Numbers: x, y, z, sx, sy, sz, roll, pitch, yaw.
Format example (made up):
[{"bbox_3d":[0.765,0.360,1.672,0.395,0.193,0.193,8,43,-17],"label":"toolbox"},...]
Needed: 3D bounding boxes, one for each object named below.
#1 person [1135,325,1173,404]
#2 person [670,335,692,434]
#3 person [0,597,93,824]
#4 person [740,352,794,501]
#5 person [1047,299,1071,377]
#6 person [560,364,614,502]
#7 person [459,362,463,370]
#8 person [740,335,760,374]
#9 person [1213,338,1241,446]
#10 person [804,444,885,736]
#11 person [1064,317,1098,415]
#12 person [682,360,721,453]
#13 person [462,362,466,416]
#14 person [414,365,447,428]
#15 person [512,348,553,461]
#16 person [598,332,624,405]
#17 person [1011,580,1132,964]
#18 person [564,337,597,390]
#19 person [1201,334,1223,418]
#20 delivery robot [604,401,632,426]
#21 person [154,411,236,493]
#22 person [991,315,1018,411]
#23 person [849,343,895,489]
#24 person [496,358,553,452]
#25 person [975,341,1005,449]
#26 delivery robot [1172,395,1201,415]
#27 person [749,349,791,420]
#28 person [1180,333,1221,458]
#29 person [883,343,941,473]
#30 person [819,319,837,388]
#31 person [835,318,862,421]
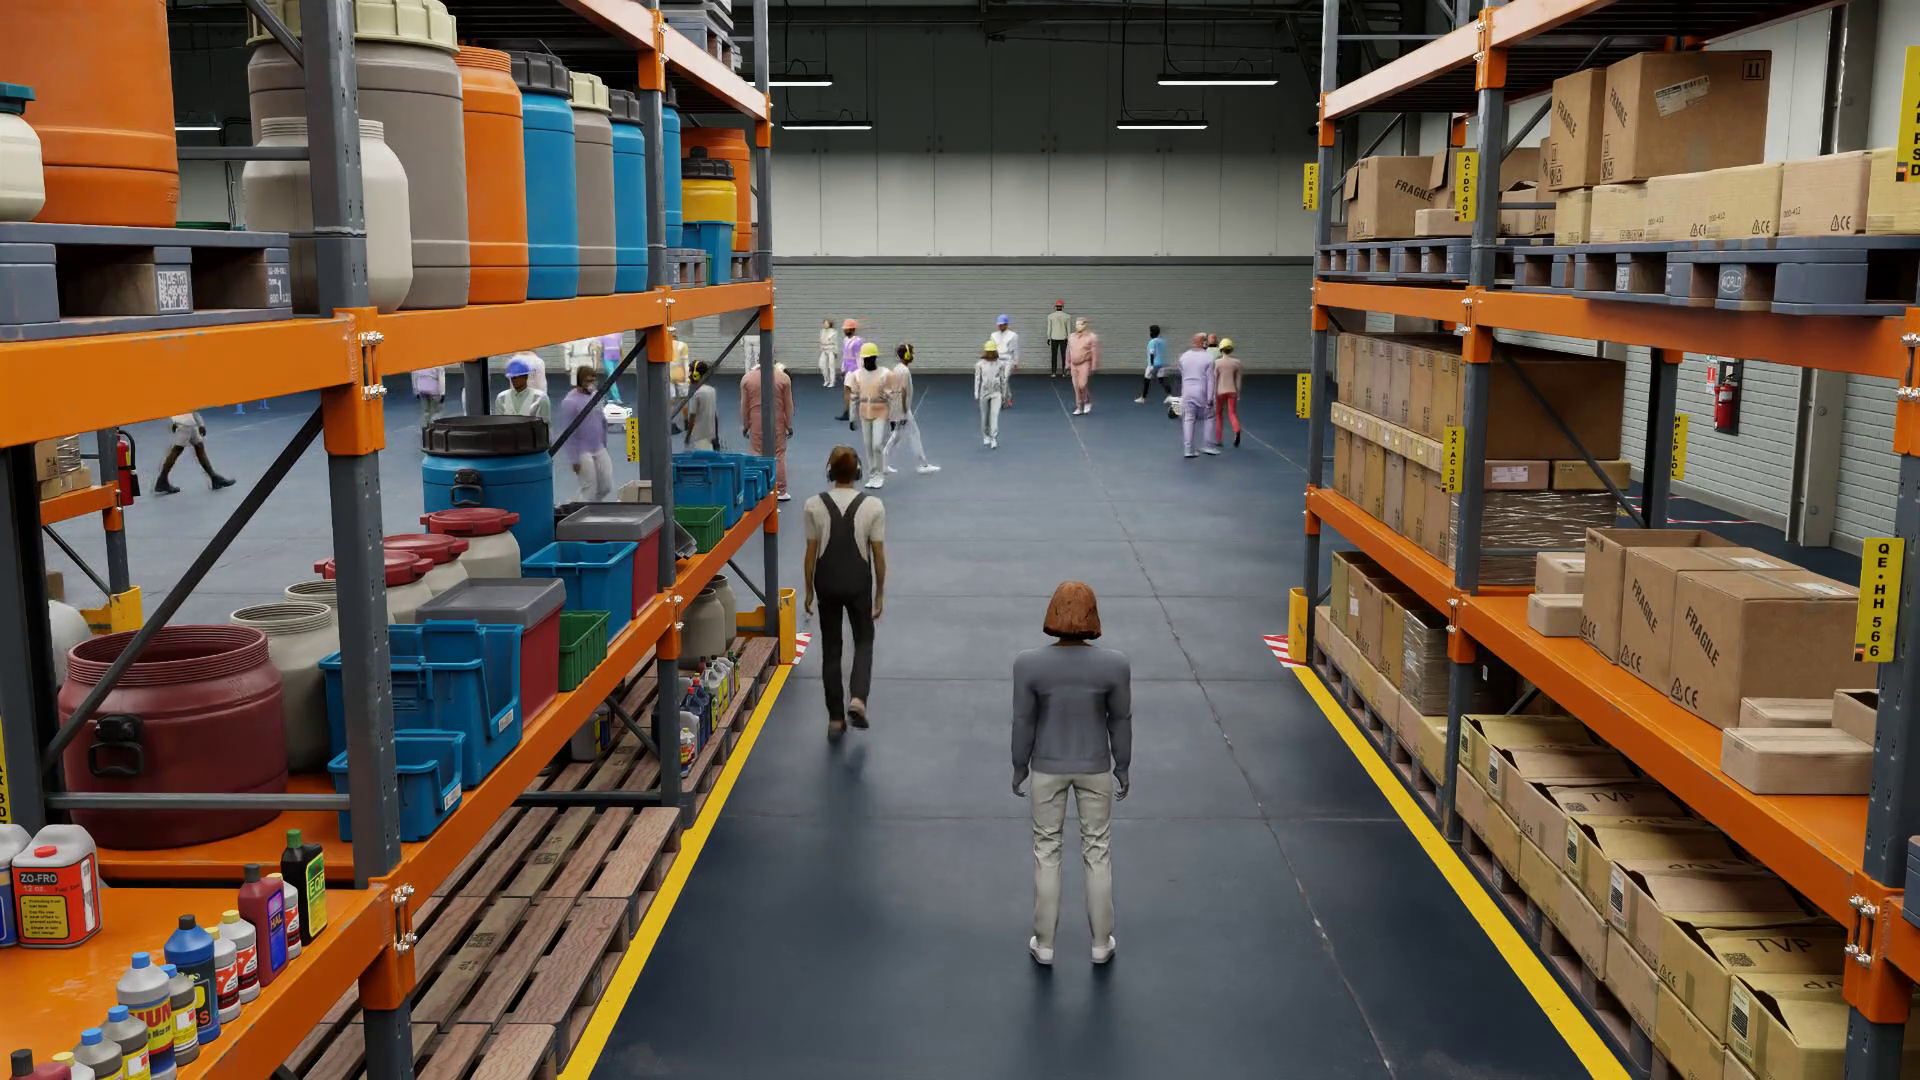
[{"bbox_3d":[4.115,-3.672,34.799,0.873,1.655,0.540,7,12,35],"label":"person"},{"bbox_3d":[-4.920,-2.805,28.927,0.605,1.876,0.927,1,10,4],"label":"person"},{"bbox_3d":[-3.680,0.899,6.389,0.691,2.000,1.024,-3,10,-18],"label":"person"},{"bbox_3d":[-2.382,-1.432,20.626,0.649,1.906,0.401,0,9,1],"label":"person"},{"bbox_3d":[2.572,-5.242,43.182,0.622,1.992,0.394,0,9,1],"label":"person"},{"bbox_3d":[-3.920,-0.896,17.436,0.503,1.909,0.679,5,11,29],"label":"person"},{"bbox_3d":[-10.582,-3.844,35.989,0.511,1.600,0.852,-4,10,-24],"label":"person"},{"bbox_3d":[-5.153,-4.900,41.302,0.635,1.936,0.354,0,9,1],"label":"person"},{"bbox_3d":[4.294,-2.359,26.686,0.530,1.744,0.727,-2,10,-13],"label":"person"},{"bbox_3d":[-0.725,0.318,10.386,0.521,1.833,0.430,0,9,0],"label":"person"},{"bbox_3d":[2.318,-3.364,32.236,0.656,1.889,0.443,8,12,39],"label":"person"},{"bbox_3d":[-2.967,-1.171,19.307,0.959,1.830,0.529,3,10,18],"label":"person"},{"bbox_3d":[-8.696,-2.799,29.658,0.587,1.611,0.657,5,11,29],"label":"person"},{"bbox_3d":[-8.358,-2.378,26.284,0.599,1.911,0.431,3,10,15],"label":"person"},{"bbox_3d":[-6.343,-2.063,24.459,0.650,1.888,0.654,6,11,31],"label":"person"},{"bbox_3d":[-7.329,-3.758,34.839,0.859,1.815,0.579,9,13,43],"label":"person"},{"bbox_3d":[0.467,0.978,7.001,0.507,1.632,0.264,0,9,1],"label":"person"},{"bbox_3d":[-7.143,-3.280,31.364,0.611,2.025,0.791,-2,10,-13],"label":"person"},{"bbox_3d":[4.747,-3.082,31.415,0.508,1.607,0.744,1,10,9],"label":"person"},{"bbox_3d":[-6.106,-2.196,29.088,0.707,0.478,0.477,0,10,1],"label":"delivery robot"},{"bbox_3d":[-9.956,-1.553,21.443,1.018,1.886,0.559,-7,12,-37],"label":"person"},{"bbox_3d":[0.895,-3.602,33.610,0.624,1.916,0.917,5,11,30],"label":"person"},{"bbox_3d":[-1.164,-1.617,21.728,0.610,1.904,0.573,4,10,21],"label":"person"},{"bbox_3d":[-4.627,-0.952,17.628,0.615,1.945,0.403,1,10,8],"label":"person"},{"bbox_3d":[0.481,-2.366,26.808,0.496,1.712,0.851,0,9,-1],"label":"person"},{"bbox_3d":[4.361,-2.607,31.552,0.707,0.478,0.477,-7,12,-34],"label":"delivery robot"},{"bbox_3d":[-2.716,-1.814,23.260,0.661,1.786,0.980,4,10,24],"label":"person"},{"bbox_3d":[3.689,-2.209,25.362,0.648,1.885,0.727,8,12,39],"label":"person"},{"bbox_3d":[-0.752,-1.842,23.343,0.889,1.826,0.553,-3,10,-19],"label":"person"},{"bbox_3d":[-3.109,-4.421,39.346,0.536,1.629,0.396,7,12,35],"label":"person"},{"bbox_3d":[-1.988,-3.228,31.367,0.804,1.916,0.554,-5,11,-26],"label":"person"}]
